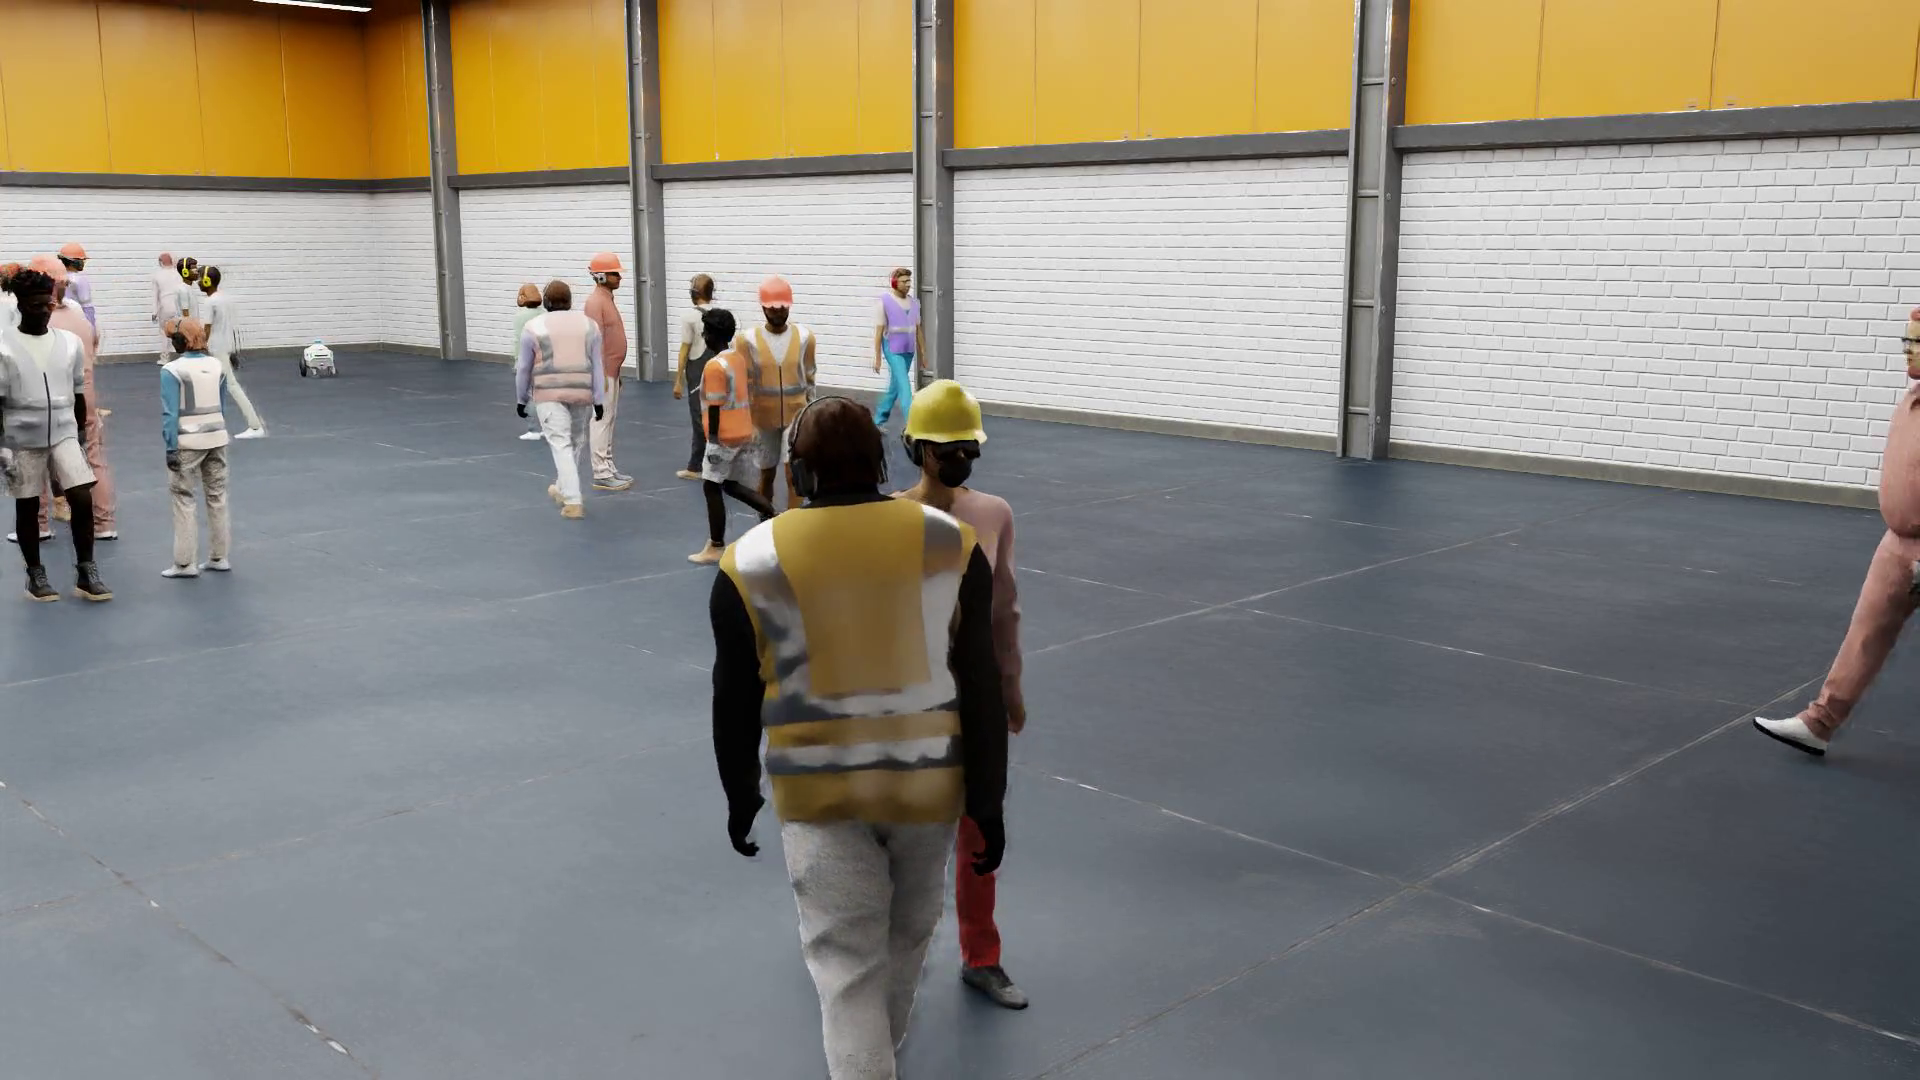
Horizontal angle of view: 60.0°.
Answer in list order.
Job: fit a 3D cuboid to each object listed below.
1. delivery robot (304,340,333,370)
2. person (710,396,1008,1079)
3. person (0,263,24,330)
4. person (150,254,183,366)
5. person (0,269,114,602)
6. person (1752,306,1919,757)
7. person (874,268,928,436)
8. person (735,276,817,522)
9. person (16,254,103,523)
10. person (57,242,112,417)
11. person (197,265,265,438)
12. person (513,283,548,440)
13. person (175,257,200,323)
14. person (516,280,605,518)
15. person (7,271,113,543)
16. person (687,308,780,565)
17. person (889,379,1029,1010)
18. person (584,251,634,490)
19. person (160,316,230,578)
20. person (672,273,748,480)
[{"bbox_3d":[-9.660,-2.770,25.048,0.477,0.478,0.707,-5,12,-26],"label":"delivery robot"},{"bbox_3d":[-0.234,0.574,3.768,0.634,1.766,0.994,-2,11,-10],"label":"person"},{"bbox_3d":[-8.964,-1.712,15.946,0.460,1.866,0.593,0,10,2],"label":"person"},{"bbox_3d":[-12.813,-3.726,27.075,0.674,1.832,0.891,-7,13,-34],"label":"person"},{"bbox_3d":[-5.250,-0.572,9.561,0.747,1.936,0.608,9,14,40],"label":"person"},{"bbox_3d":[3.764,0.012,6.562,0.981,1.853,0.661,0,10,0],"label":"person"},{"bbox_3d":[-0.644,-1.953,17.458,0.952,1.804,0.582,10,14,42],"label":"person"},{"bbox_3d":[-1.236,-0.827,11.132,0.563,1.884,0.929,-2,11,-13],"label":"person"},{"bbox_3d":[-6.647,-1.100,12.269,0.529,1.994,0.662,2,11,11],"label":"person"},{"bbox_3d":[-10.315,-2.447,19.477,0.605,2.045,0.381,5,12,26],"label":"person"},{"bbox_3d":[-7.799,-1.952,17.399,0.970,1.816,0.545,-1,10,-6],"label":"person"},{"bbox_3d":[-4.466,-1.864,17.422,0.266,1.631,0.507,6,12,29],"label":"person"},{"bbox_3d":[-9.111,-2.405,19.722,0.336,1.873,0.521,-4,11,-21],"label":"person"},{"bbox_3d":[-3.075,-1.089,12.777,0.628,1.792,0.967,-7,13,-35],"label":"person"},{"bbox_3d":[-6.328,-0.913,11.572,0.776,1.881,0.667,3,11,15],"label":"person"},{"bbox_3d":[-1.433,-0.662,10.759,0.612,1.675,0.545,2,11,11],"label":"person"},{"bbox_3d":[-0.079,0.411,4.706,0.545,1.749,0.681,-6,12,-32],"label":"person"},{"bbox_3d":[-2.976,-1.427,14.048,0.379,1.996,0.609,0,10,-2],"label":"person"},{"bbox_3d":[-4.787,-0.579,10.428,0.349,1.636,0.531,4,11,22],"label":"person"},{"bbox_3d":[-2.149,-1.374,14.267,0.834,1.820,0.528,7,12,32],"label":"person"}]
